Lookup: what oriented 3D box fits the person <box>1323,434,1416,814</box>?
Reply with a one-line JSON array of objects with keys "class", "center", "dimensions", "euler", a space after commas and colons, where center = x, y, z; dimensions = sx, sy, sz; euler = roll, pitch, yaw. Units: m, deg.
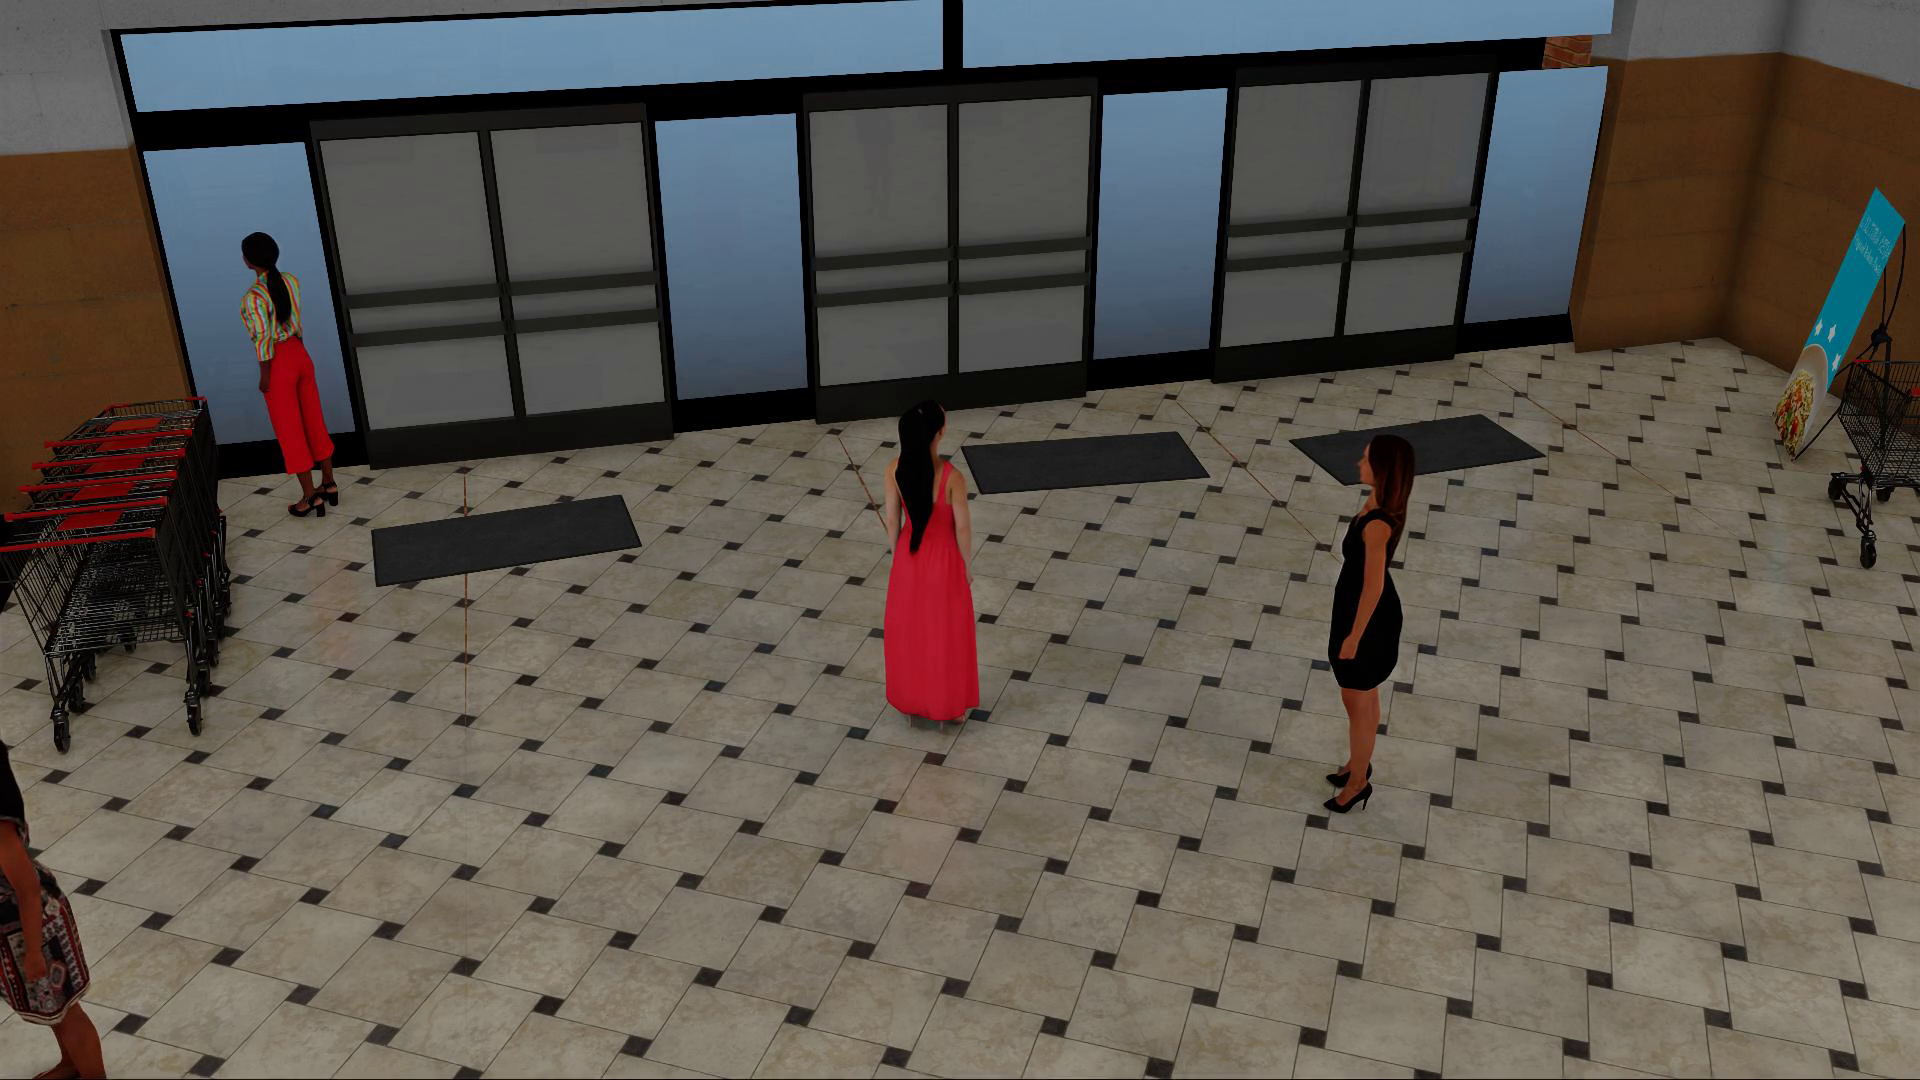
[{"class": "person", "center": [1.784, 0.387, 7.315], "dimensions": [0.729, 1.835, 0.634], "euler": [9, 28, 17]}]

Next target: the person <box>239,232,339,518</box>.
[{"class": "person", "center": [-4.083, -0.994, 10.085], "dimensions": [0.748, 1.792, 0.649], "euler": [8, 28, 15]}]

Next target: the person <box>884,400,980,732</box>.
[{"class": "person", "center": [-0.148, 0.137, 7.926], "dimensions": [0.715, 1.727, 0.750], "euler": [10, 29, 19]}]

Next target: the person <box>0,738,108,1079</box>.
[{"class": "person", "center": [-3.210, 1.308, 5.709], "dimensions": [0.783, 1.645, 0.630], "euler": [-21, 34, -35]}]
